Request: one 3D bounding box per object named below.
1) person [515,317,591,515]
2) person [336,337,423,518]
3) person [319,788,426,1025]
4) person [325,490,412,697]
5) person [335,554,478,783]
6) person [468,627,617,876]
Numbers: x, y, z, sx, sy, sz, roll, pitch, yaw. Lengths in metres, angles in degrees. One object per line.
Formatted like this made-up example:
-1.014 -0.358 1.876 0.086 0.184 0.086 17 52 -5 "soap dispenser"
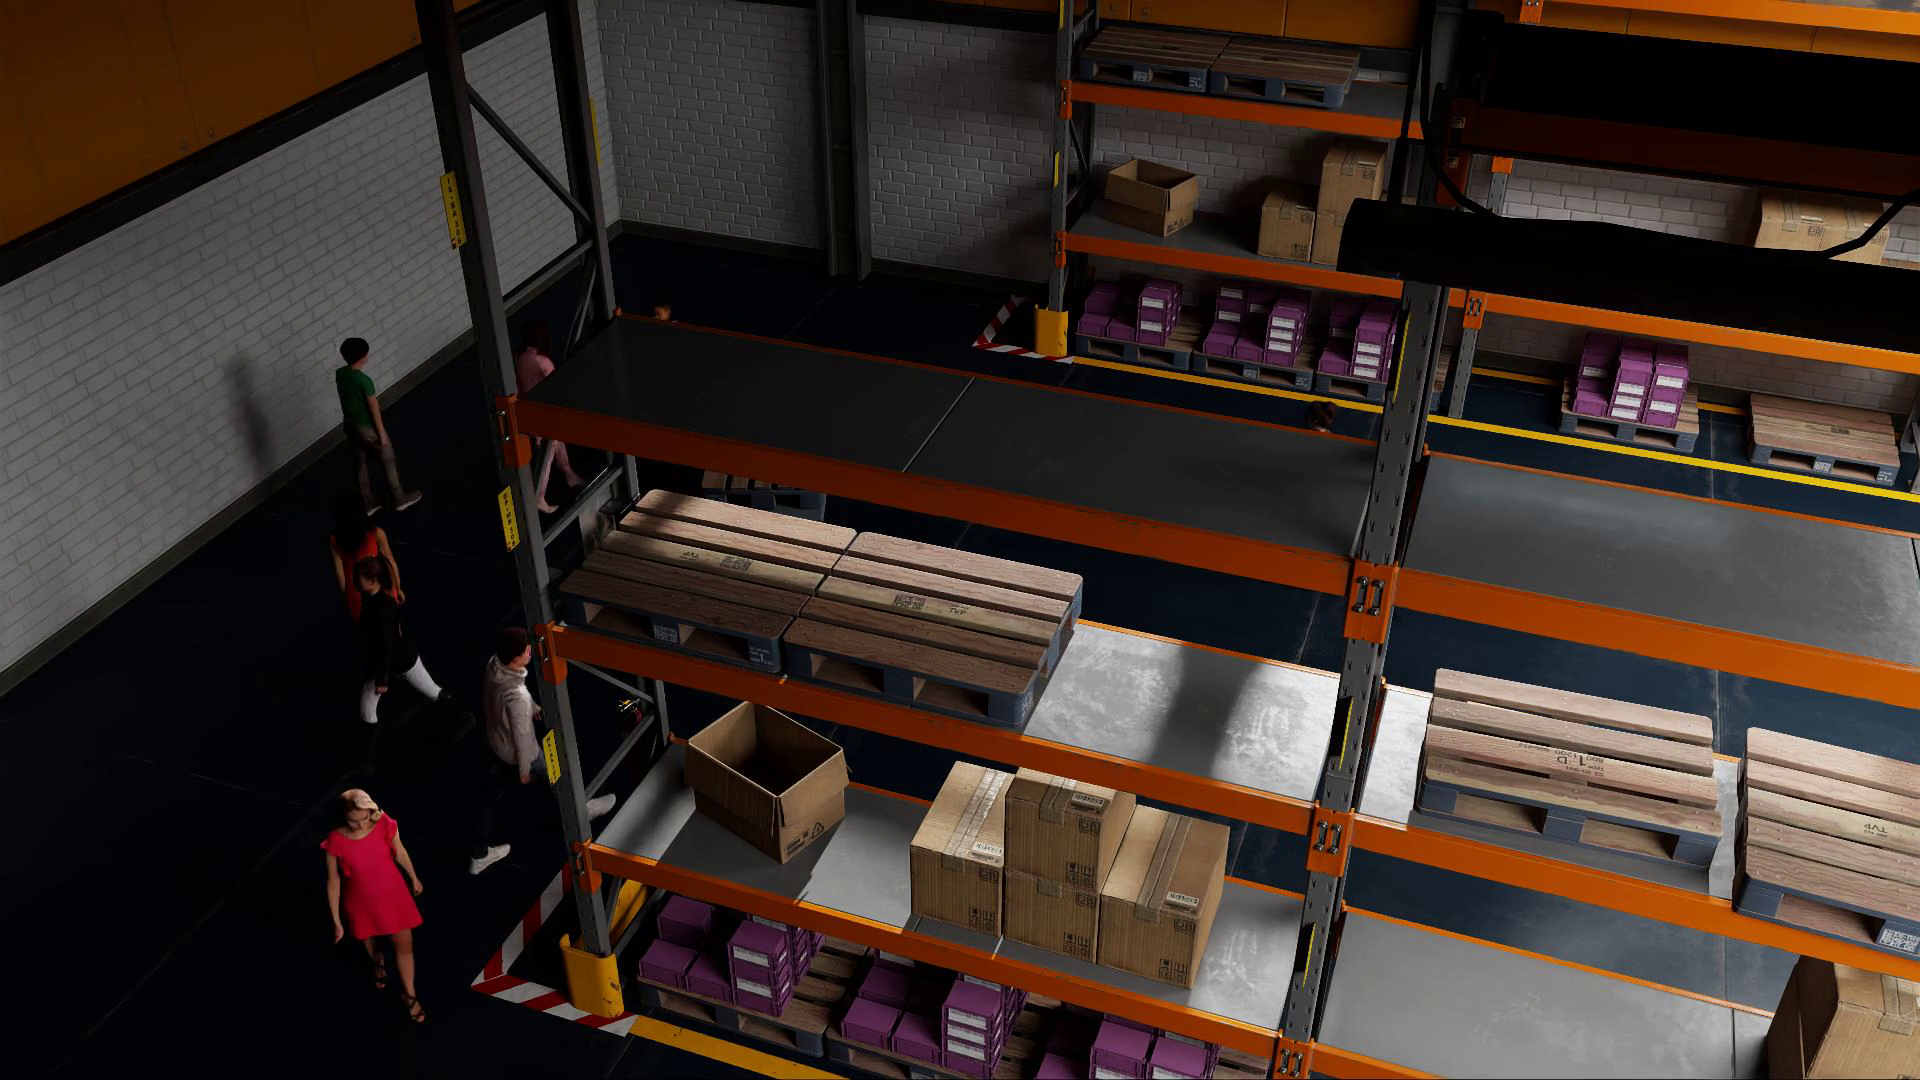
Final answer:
-3.571 -0.980 13.949 0.956 1.775 0.904 25 41 33 "person"
-5.052 -0.916 13.968 0.716 1.646 0.726 15 37 22 "person"
-3.380 1.992 9.554 0.931 1.689 0.997 -15 37 -22 "person"
-4.234 0.385 11.946 0.640 1.718 0.734 -7 34 -11 "person"
-3.746 0.844 11.300 0.999 1.670 1.229 -28 42 -35 "person"
-2.890 1.348 10.434 1.144 1.788 1.301 -28 43 -35 "person"
